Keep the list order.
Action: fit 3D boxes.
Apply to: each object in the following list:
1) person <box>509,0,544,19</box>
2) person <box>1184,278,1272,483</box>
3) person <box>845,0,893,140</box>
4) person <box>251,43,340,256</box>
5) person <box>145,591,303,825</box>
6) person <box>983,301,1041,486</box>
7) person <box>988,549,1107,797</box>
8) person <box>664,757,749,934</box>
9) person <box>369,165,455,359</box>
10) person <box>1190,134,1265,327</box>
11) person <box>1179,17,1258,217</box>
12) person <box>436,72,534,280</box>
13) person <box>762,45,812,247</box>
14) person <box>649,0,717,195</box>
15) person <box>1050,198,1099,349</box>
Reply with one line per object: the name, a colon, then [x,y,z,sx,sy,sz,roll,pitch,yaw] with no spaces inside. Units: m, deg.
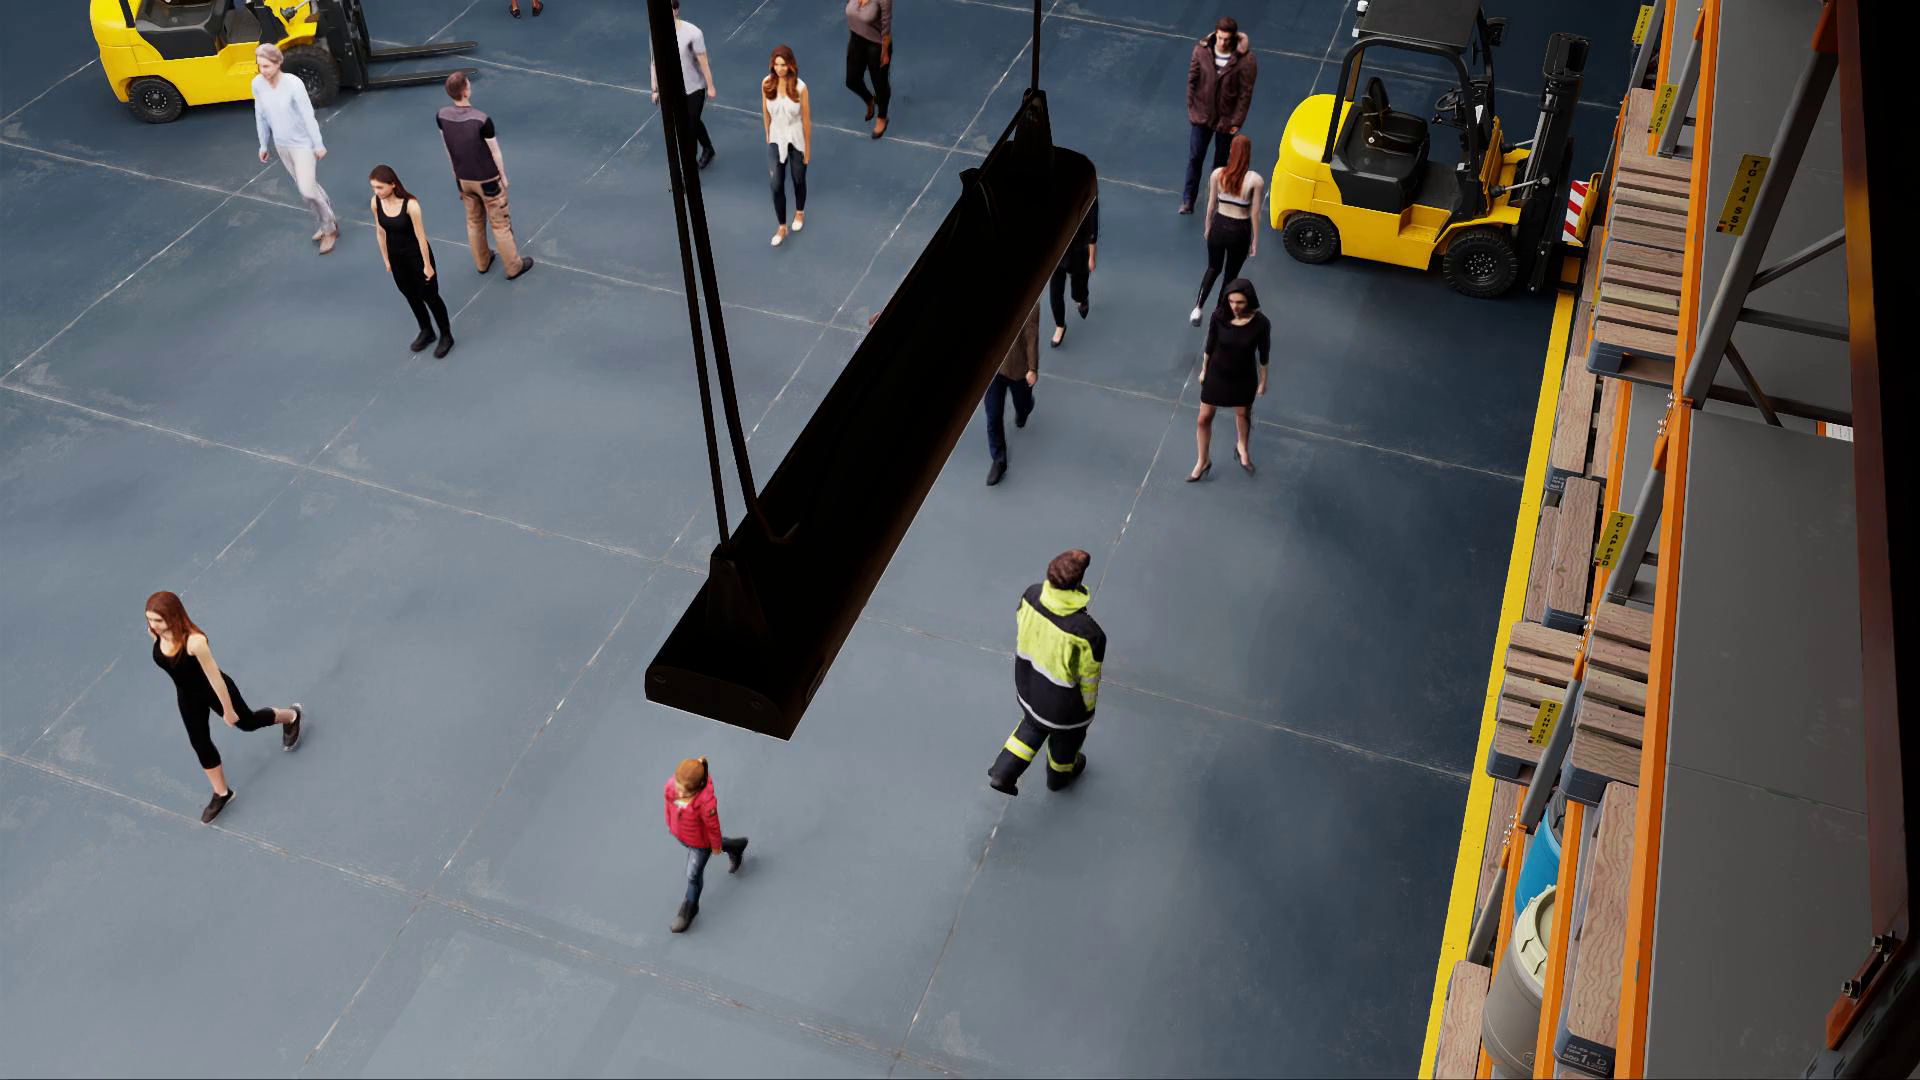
person: [-4.706,-6.333,17.373,0.671,1.743,0.692,-10,44,-10]
person: [1.986,-1.156,11.910,0.641,1.782,0.624,8,44,8]
person: [-0.776,-4.641,15.532,0.706,1.831,0.748,23,48,22]
person: [-5.619,-3.409,14.210,0.651,1.872,0.689,15,46,15]
person: [-4.387,0.856,9.864,0.576,1.692,1.107,14,45,14]
person: [0.362,-1.314,12.018,0.727,1.861,1.083,10,45,11]
person: [0.509,0.863,9.660,0.979,1.963,1.111,33,52,30]
person: [-1.440,1.614,9.364,0.712,1.284,0.973,29,51,27]
person: [-4.321,-2.217,13.093,0.592,1.686,0.563,12,45,12]
person: [2.108,-2.369,13.219,0.708,1.732,0.851,21,47,21]
person: [2.295,-3.796,14.672,0.759,1.794,1.124,14,45,14]
person: [-4.015,-3.030,13.834,0.679,1.841,0.573,13,45,13]
person: [-1.449,-3.469,14.348,0.657,1.768,0.830,8,44,8]
person: [-2.423,-4.088,14.964,0.668,1.815,1.157,14,45,14]
person: [0.900,-2.295,13.204,0.606,1.646,0.719,15,46,15]
